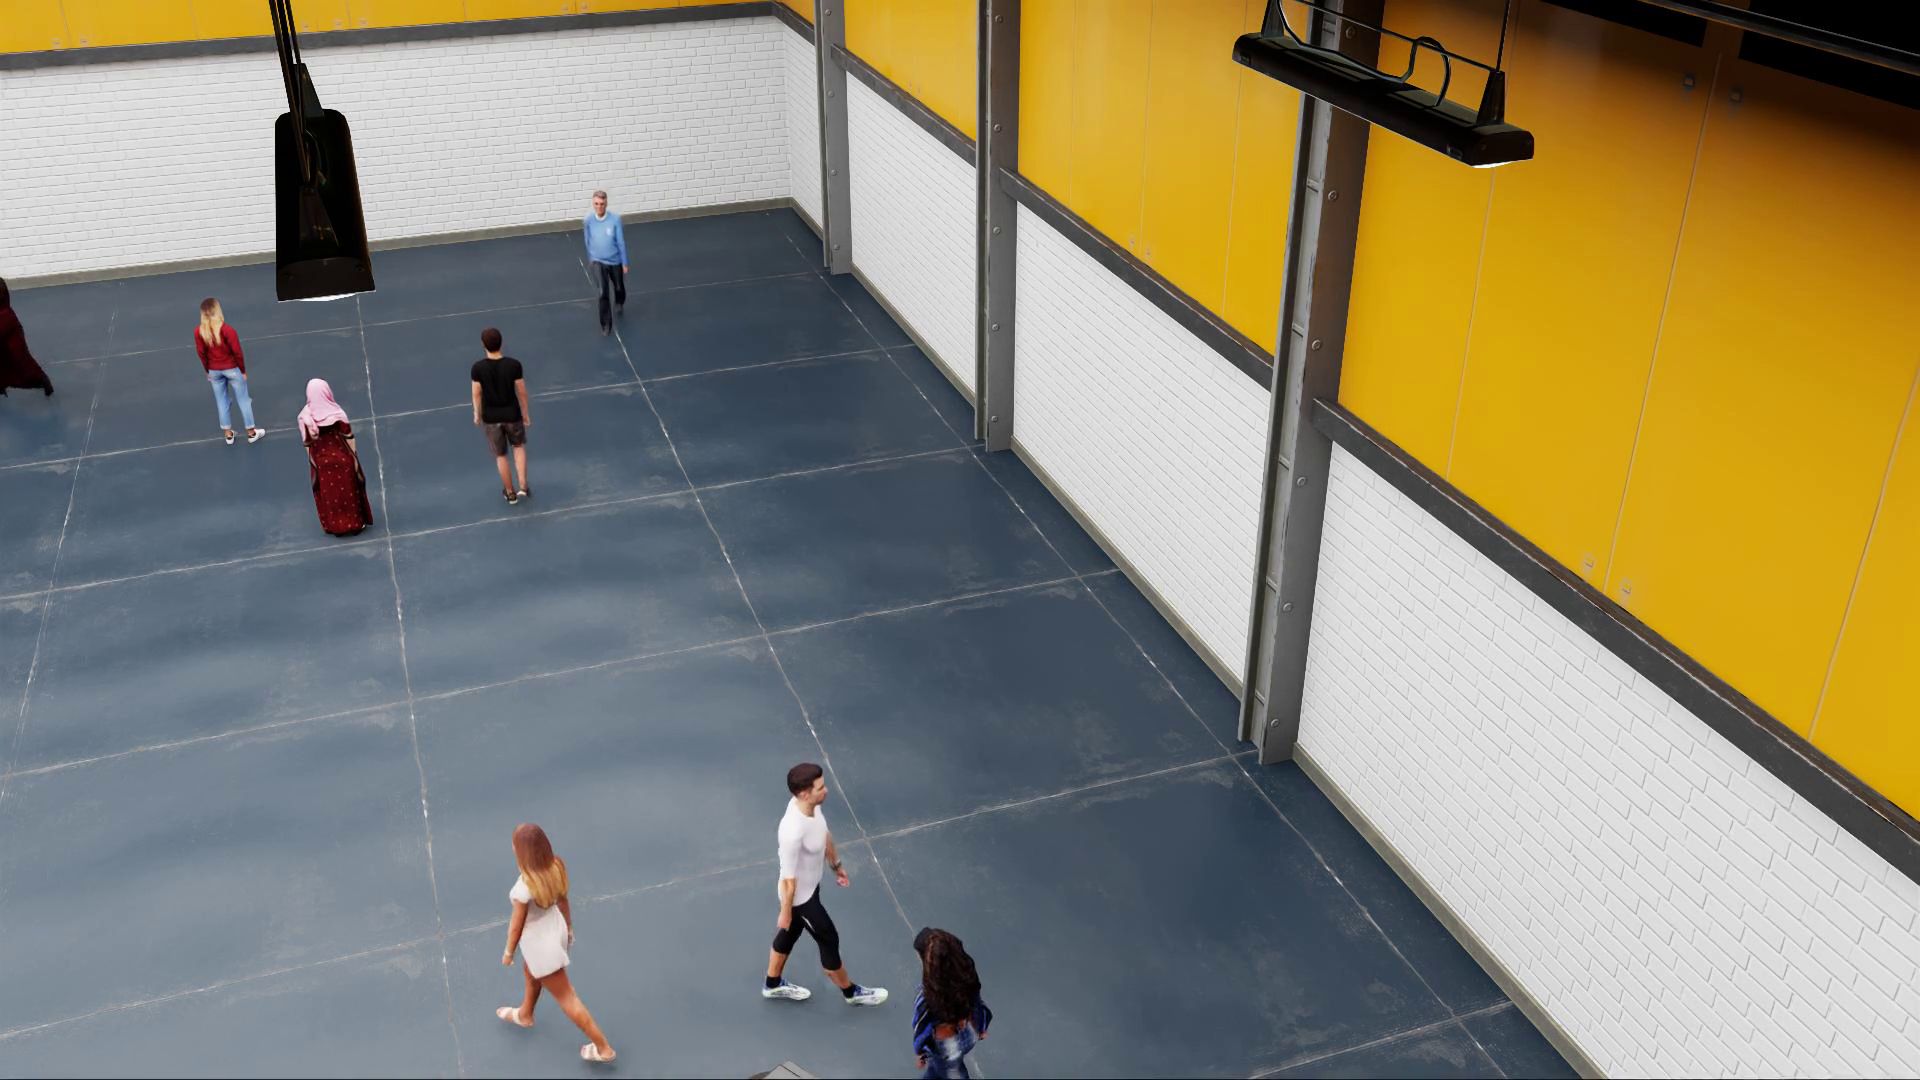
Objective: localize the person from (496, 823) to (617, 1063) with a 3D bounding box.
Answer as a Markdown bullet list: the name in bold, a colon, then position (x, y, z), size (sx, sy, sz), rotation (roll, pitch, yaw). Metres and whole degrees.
- **person**: position (-2.416, 2.450, 9.934), size (1.101, 1.650, 1.110), rotation (10, 30, 18)

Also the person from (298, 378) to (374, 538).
- **person**: position (-5.996, -0.791, 15.889), size (0.712, 1.637, 0.672), rotation (-4, 29, -7)

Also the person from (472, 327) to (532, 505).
- **person**: position (-4.512, -1.185, 16.388), size (0.676, 1.852, 0.596), rotation (-11, 30, -19)

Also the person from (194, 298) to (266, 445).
- **person**: position (-7.841, -1.808, 17.758), size (0.663, 1.634, 0.625), rotation (-1, 29, -2)

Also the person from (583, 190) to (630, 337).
- **person**: position (-4.383, -3.508, 20.740), size (0.905, 1.763, 1.318), rotation (-2, 29, -3)

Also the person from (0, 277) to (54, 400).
- **person**: position (-10.683, -2.333, 18.623), size (1.165, 1.727, 1.094), rotation (13, 31, 23)

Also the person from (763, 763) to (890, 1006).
- **person**: position (-1.062, 2.156, 10.299), size (1.017, 1.817, 1.109), rotation (2, 29, 4)

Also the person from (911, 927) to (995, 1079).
- **person**: position (0.008, 2.867, 9.251), size (1.171, 1.573, 0.985), rotation (23, 36, 36)
